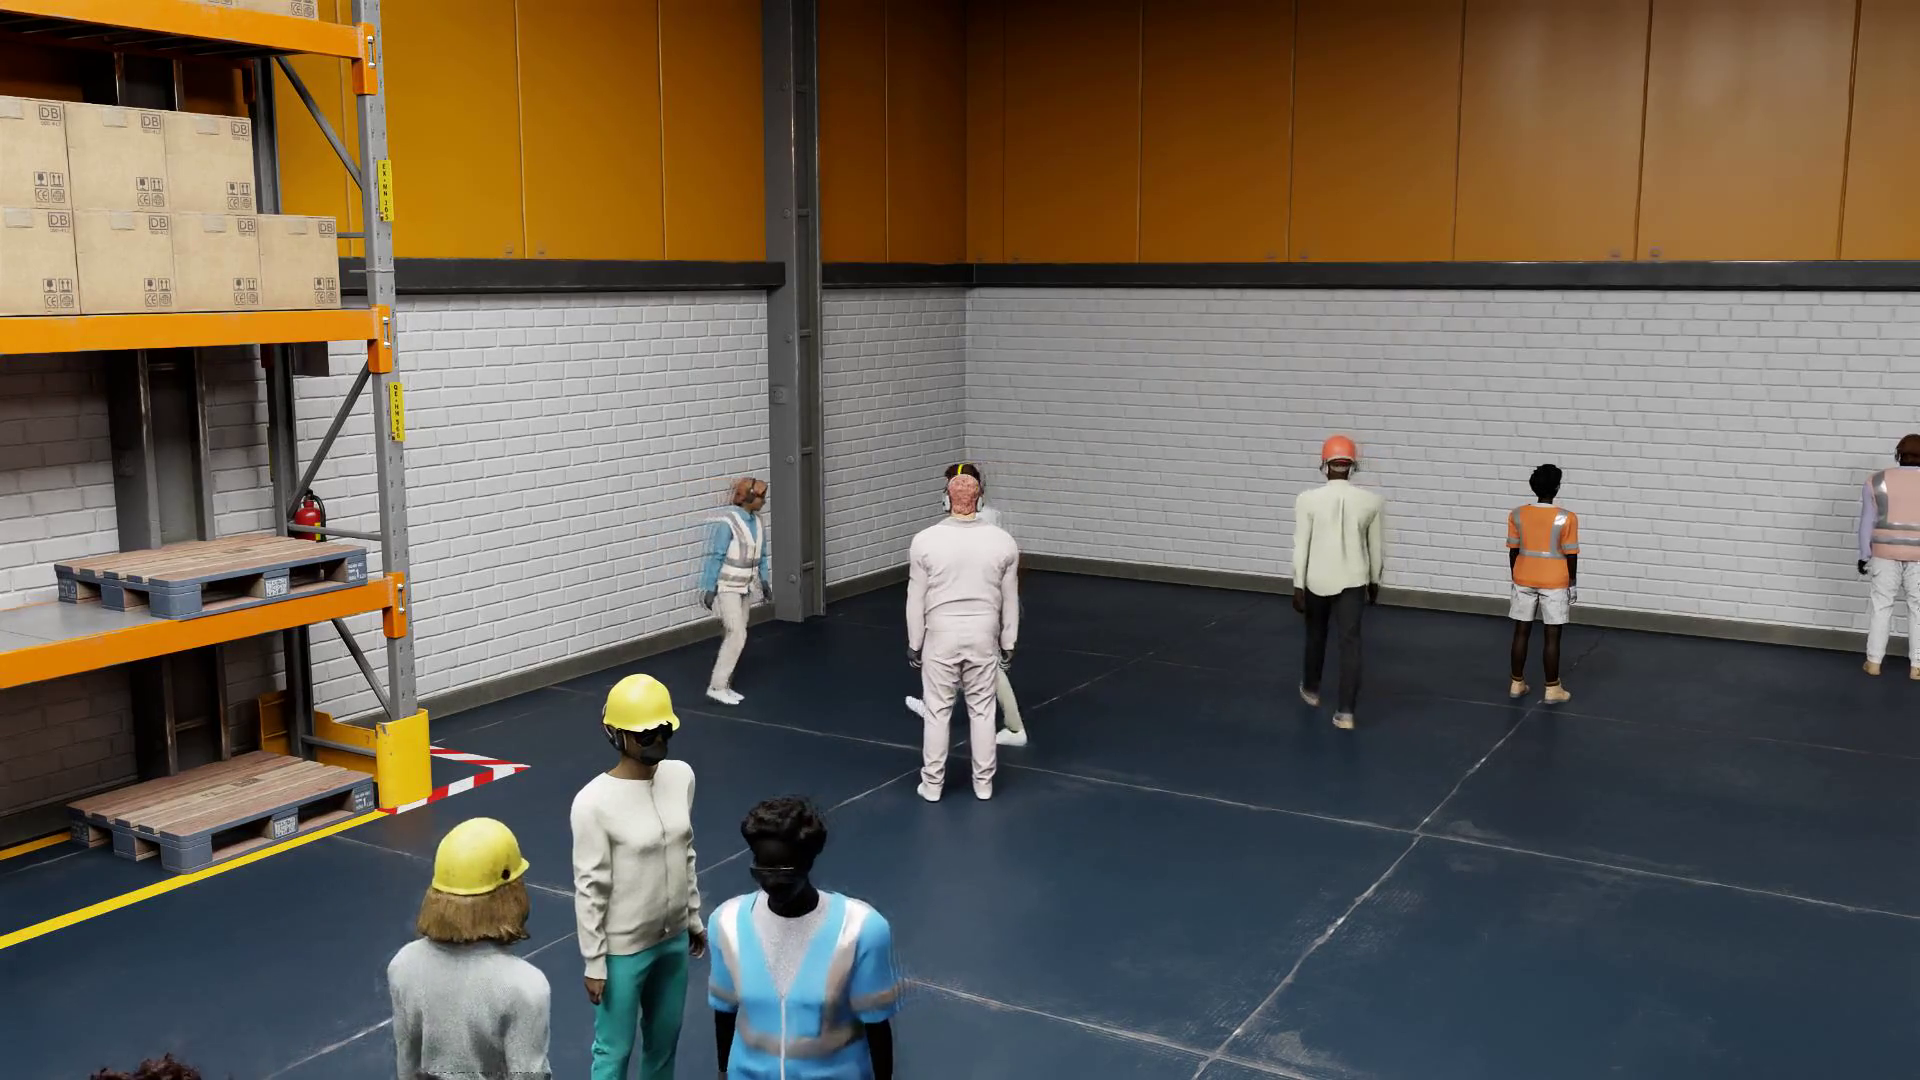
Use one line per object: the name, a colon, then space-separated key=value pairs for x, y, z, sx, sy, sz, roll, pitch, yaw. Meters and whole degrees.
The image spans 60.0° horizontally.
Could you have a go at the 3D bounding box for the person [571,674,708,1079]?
person: x=-1.017 y=1.295 z=5.392 sx=0.310 sy=1.768 sz=0.533 roll=6 pitch=11 yaw=33

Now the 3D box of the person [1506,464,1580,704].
person: x=4.123 y=0.306 z=11.775 sx=0.318 sy=1.700 sz=0.535 roll=-9 pitch=13 yaw=-44

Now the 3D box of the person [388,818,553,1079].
person: x=-1.201 y=1.521 z=4.196 sx=0.504 sy=1.690 sz=0.892 roll=3 pitch=10 yaw=21

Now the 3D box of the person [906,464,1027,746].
person: x=0.046 y=0.407 z=10.804 sx=0.987 sy=1.808 sz=0.518 roll=5 pitch=10 yaw=27

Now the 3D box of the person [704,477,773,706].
person: x=-1.572 y=0.355 z=11.730 sx=0.457 sy=1.600 sz=0.543 roll=4 pitch=10 yaw=22

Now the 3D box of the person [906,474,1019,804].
person: x=0.010 y=0.568 z=9.547 sx=0.653 sy=1.896 sz=0.401 roll=-2 pitch=9 yaw=-11

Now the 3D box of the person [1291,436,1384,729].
person: x=2.563 y=0.261 z=11.315 sx=0.648 sy=1.937 sz=1.047 roll=0 pitch=9 yaw=1

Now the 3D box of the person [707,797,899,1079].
person: x=-0.414 y=1.472 z=4.552 sx=0.546 sy=1.672 sz=0.617 roll=2 pitch=9 yaw=12

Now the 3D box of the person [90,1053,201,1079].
person: x=-1.162 y=1.696 z=2.373 sx=0.609 sy=1.922 sz=0.932 roll=2 pitch=9 yaw=15

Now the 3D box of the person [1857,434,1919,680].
person: x=7.095 y=0.125 z=12.504 sx=0.641 sy=1.841 sz=0.428 roll=5 pitch=10 yaw=29
